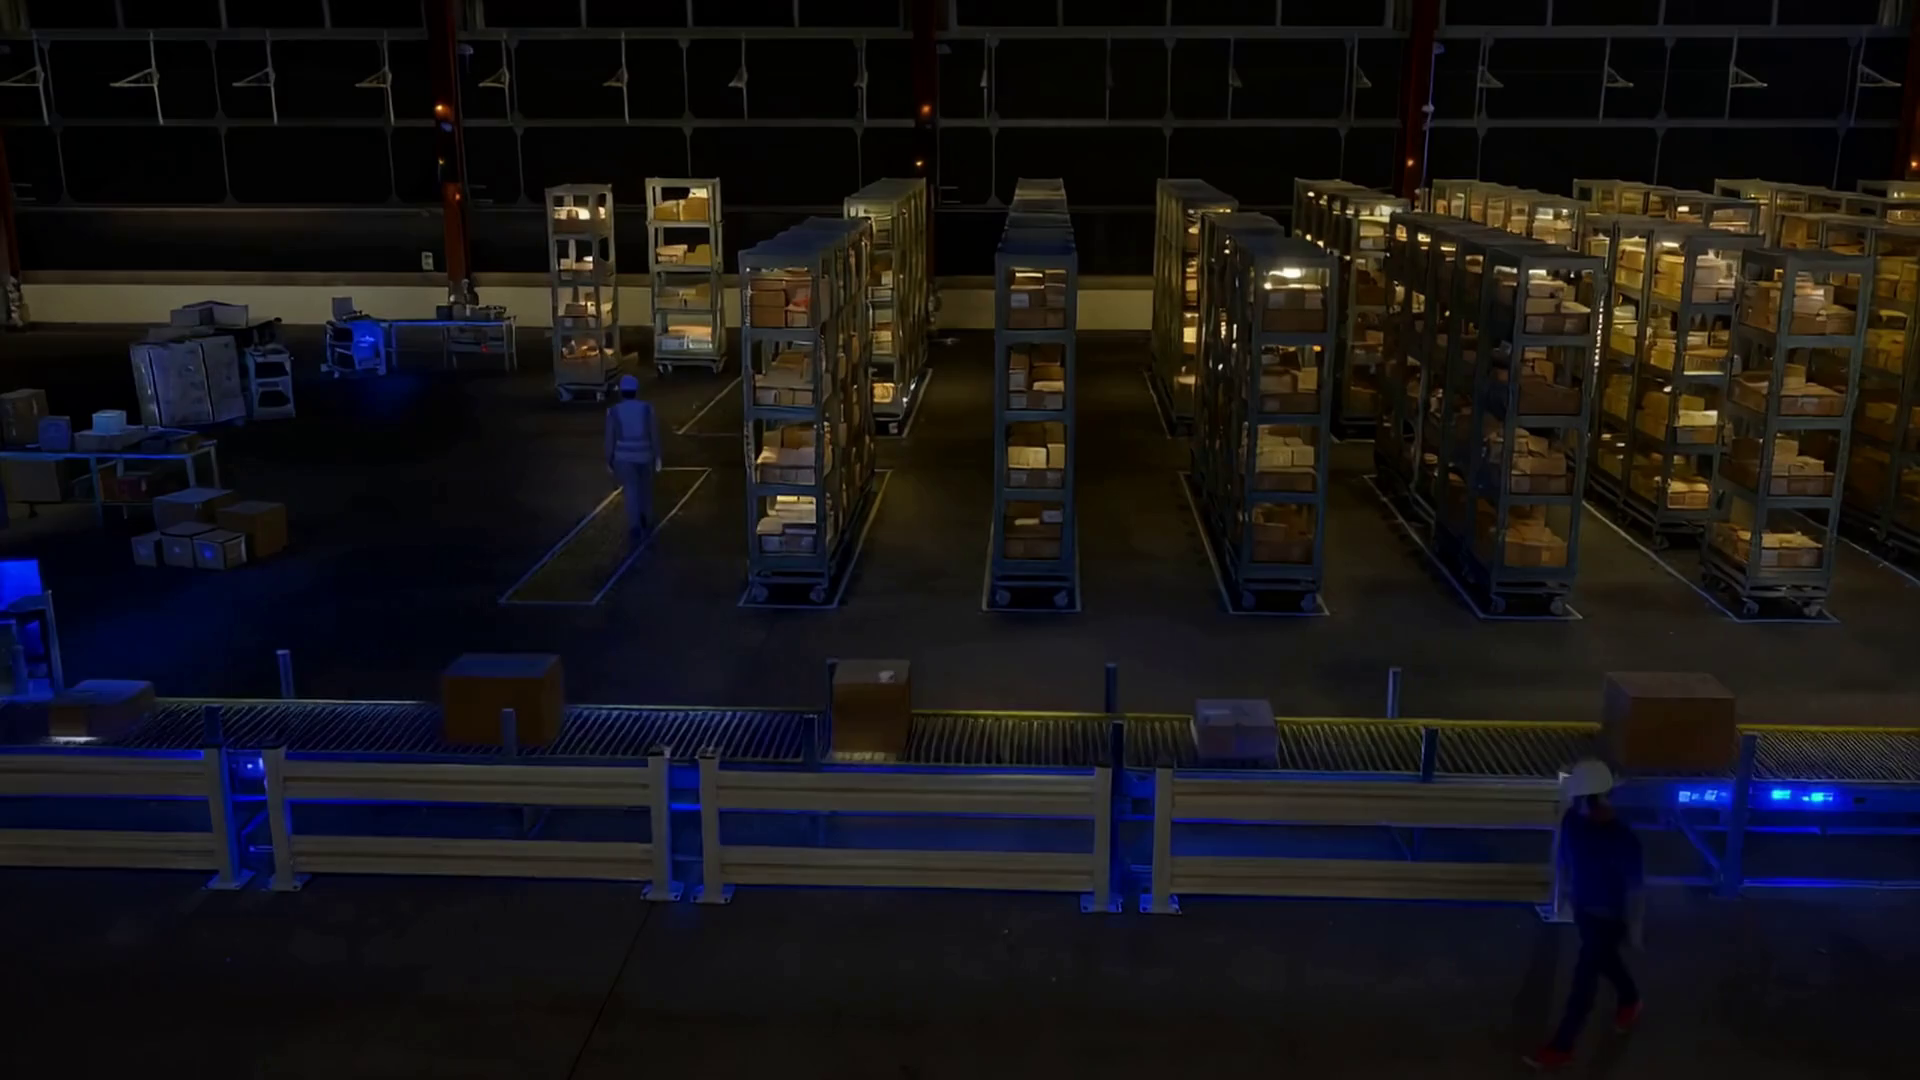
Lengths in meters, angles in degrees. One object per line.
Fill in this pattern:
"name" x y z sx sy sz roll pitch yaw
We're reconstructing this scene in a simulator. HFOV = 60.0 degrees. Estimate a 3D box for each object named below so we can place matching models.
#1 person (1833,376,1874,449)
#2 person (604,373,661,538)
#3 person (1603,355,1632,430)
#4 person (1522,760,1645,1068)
"person" 12.631 -2.045 23.659 0.668 1.822 0.605 4 16 15
"person" -3.874 -1.018 19.657 0.645 1.924 0.686 -4 16 -14
"person" 9.967 -2.464 25.212 0.590 1.833 0.404 -3 15 -11
"person" 3.485 1.974 8.964 0.901 1.714 0.565 -6 16 -20
